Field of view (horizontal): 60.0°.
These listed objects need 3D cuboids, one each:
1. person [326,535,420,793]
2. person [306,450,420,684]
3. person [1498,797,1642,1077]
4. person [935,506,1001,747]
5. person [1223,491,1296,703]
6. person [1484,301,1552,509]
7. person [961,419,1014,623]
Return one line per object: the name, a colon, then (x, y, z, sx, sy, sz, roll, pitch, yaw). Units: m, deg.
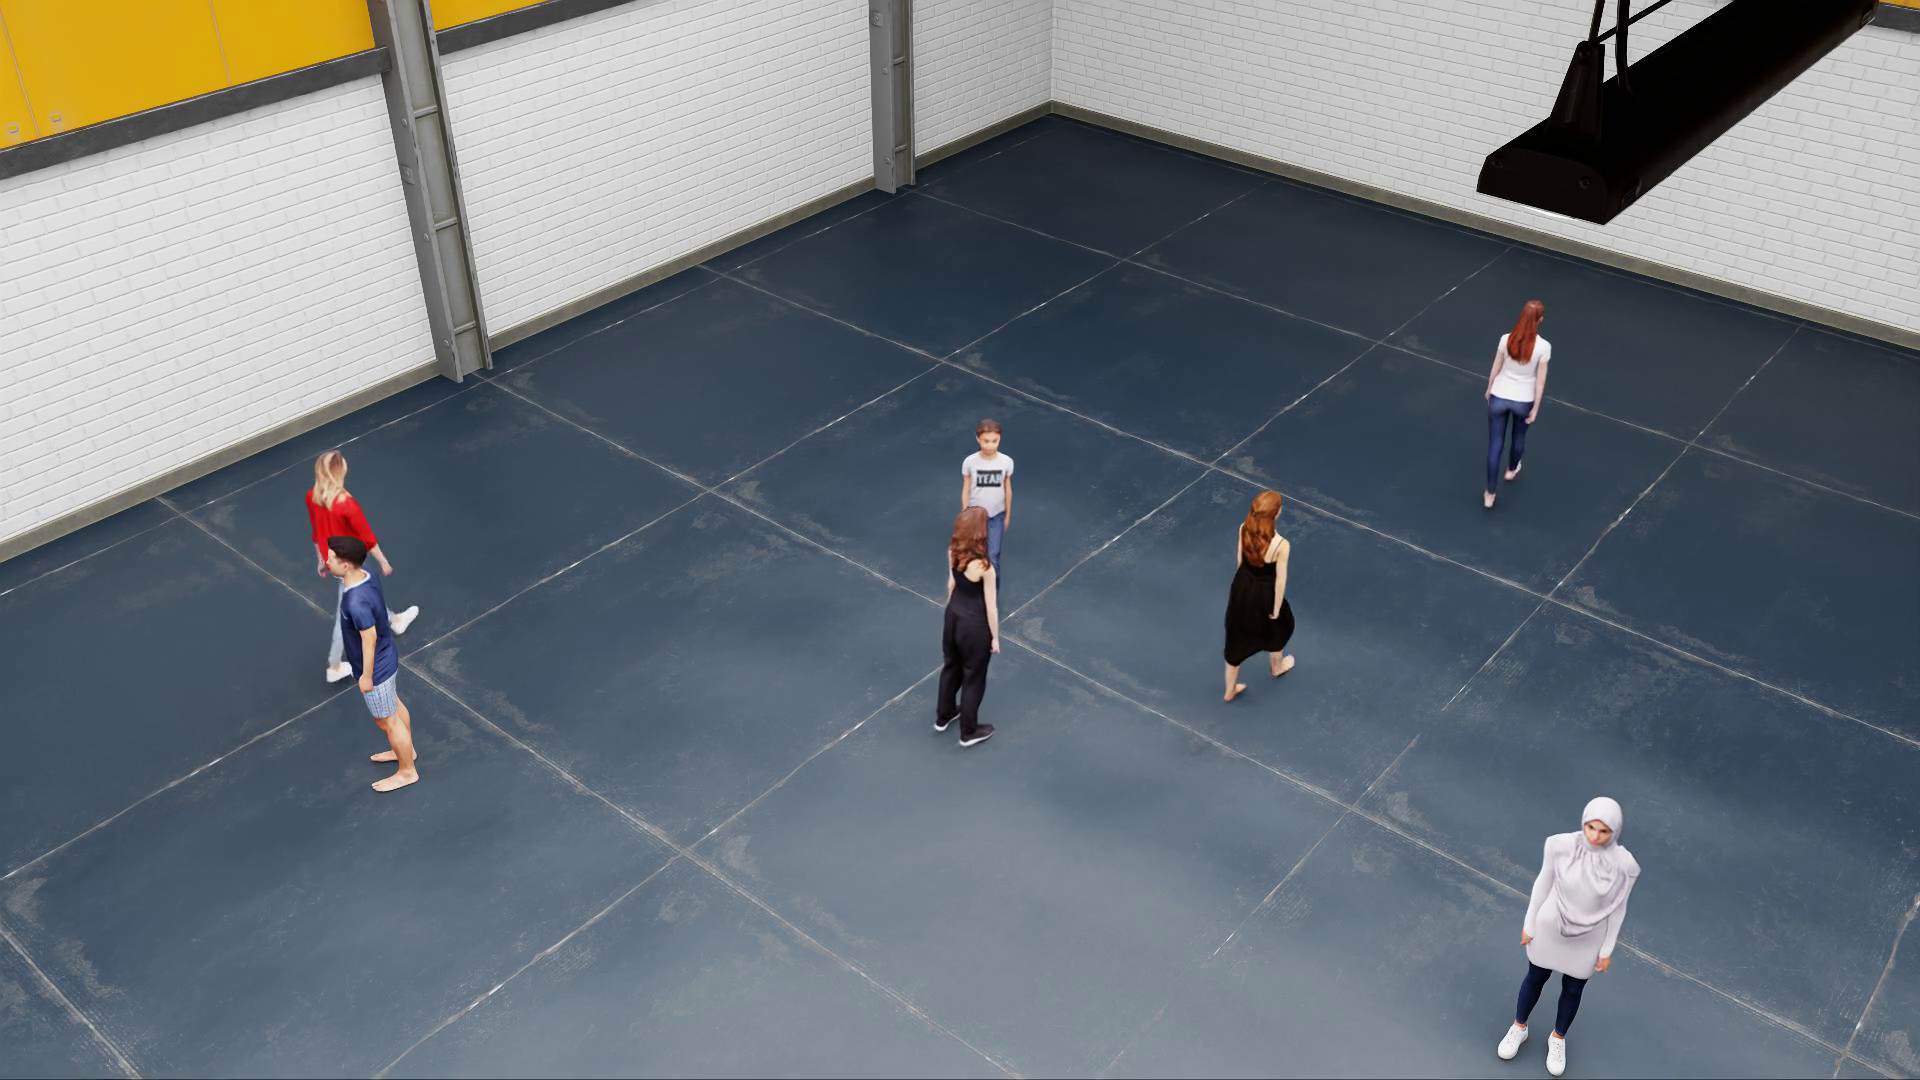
person: (-3.650, 0.744, 10.365, 0.738, 1.850, 0.710, -9, 35, -13)
person: (-4.233, 0.222, 11.329, 0.771, 1.652, 1.164, 18, 38, 25)
person: (3.125, 2.011, 8.526, 0.659, 1.776, 0.608, 15, 36, 21)
person: (0.034, 0.551, 10.756, 0.594, 1.738, 0.551, 28, 43, 35)
person: (1.924, 0.412, 11.089, 0.587, 1.601, 0.883, 23, 40, 30)
person: (4.352, -1.035, 13.170, 0.777, 1.709, 1.029, 12, 35, 17)
person: (0.165, -0.224, 12.106, 0.951, 1.535, 1.067, 1, 34, 1)
